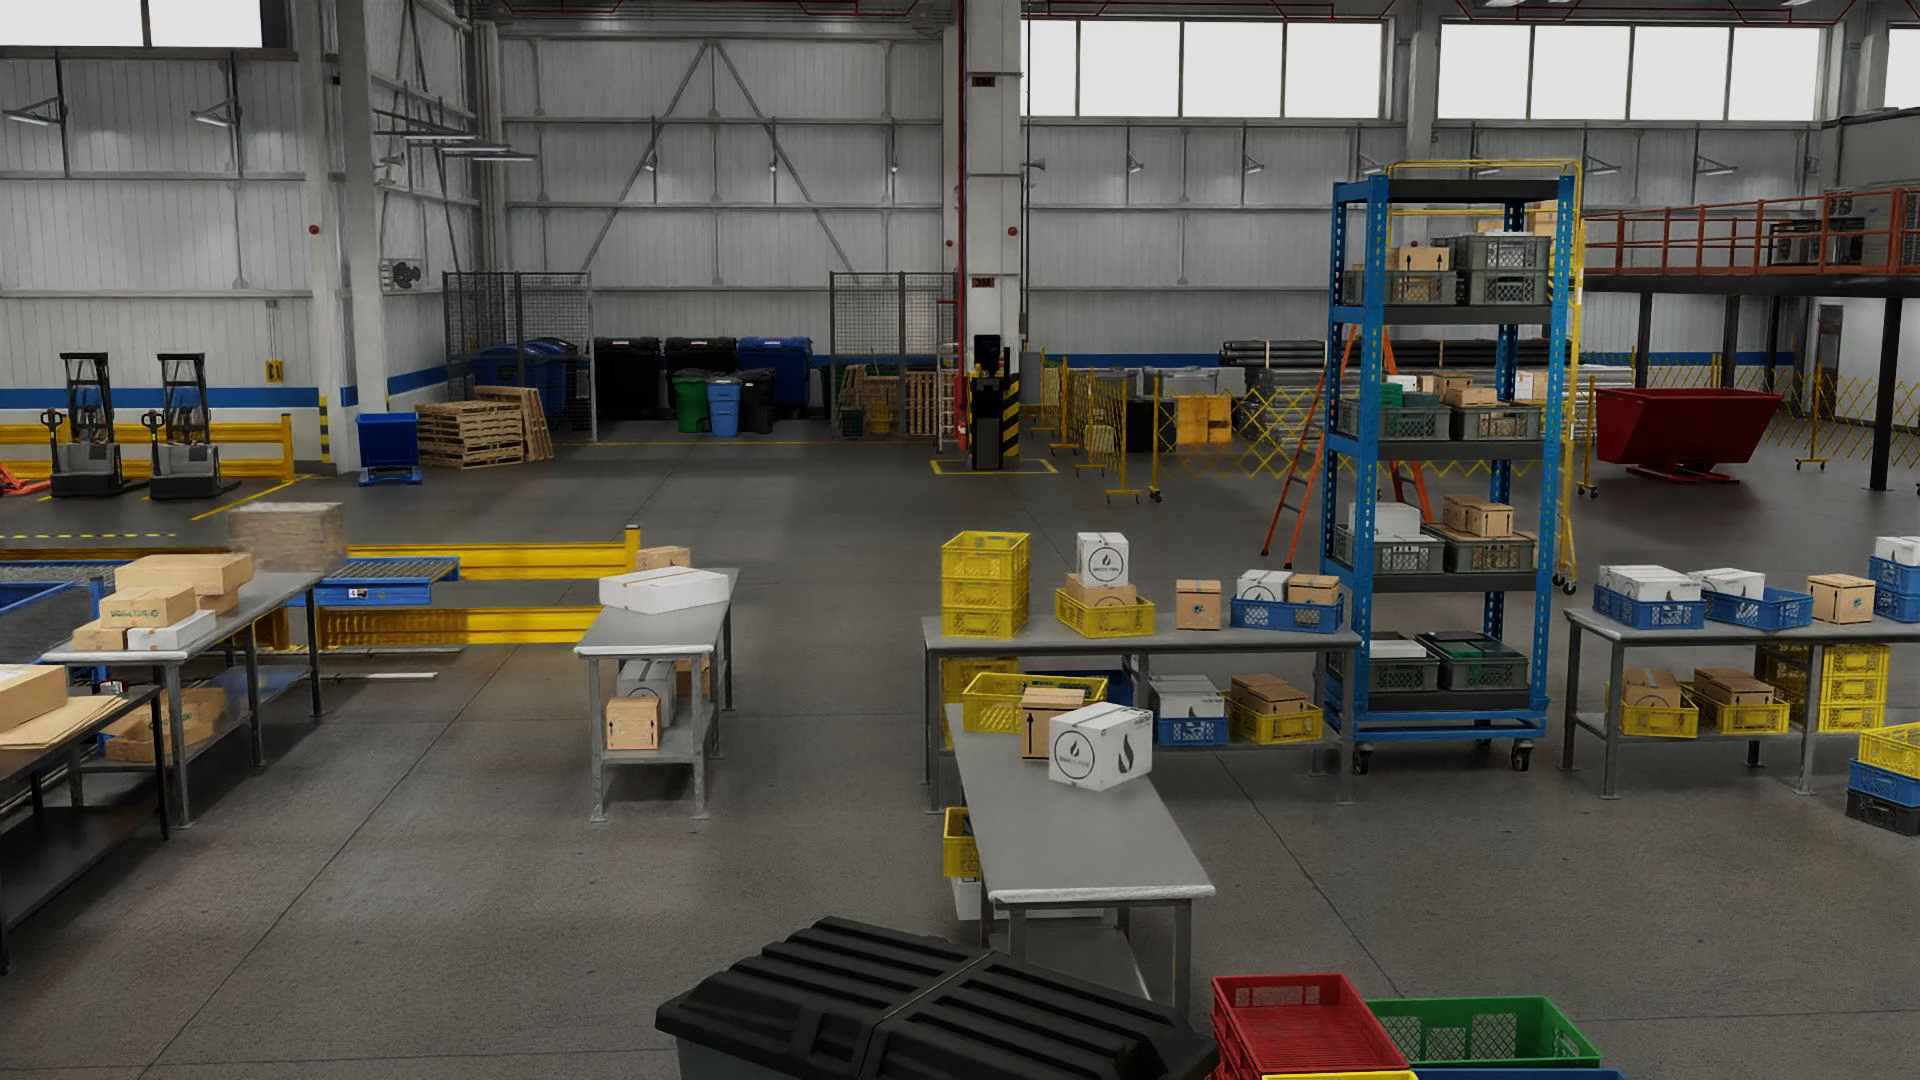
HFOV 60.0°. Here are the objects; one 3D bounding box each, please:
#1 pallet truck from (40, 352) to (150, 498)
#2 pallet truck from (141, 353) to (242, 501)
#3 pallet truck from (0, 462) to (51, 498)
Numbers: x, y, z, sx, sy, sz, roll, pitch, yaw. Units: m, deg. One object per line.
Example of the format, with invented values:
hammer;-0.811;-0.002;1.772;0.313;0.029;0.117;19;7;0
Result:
pallet truck;-11.907;-1.642;23.165;0.823;1.965;1.885;0;9;0
pallet truck;-10.520;-1.604;22.925;0.823;1.965;1.885;-1;9;-6
pallet truck;-13.193;-1.293;23.148;0.653;1.274;1.630;-1;9;-4
